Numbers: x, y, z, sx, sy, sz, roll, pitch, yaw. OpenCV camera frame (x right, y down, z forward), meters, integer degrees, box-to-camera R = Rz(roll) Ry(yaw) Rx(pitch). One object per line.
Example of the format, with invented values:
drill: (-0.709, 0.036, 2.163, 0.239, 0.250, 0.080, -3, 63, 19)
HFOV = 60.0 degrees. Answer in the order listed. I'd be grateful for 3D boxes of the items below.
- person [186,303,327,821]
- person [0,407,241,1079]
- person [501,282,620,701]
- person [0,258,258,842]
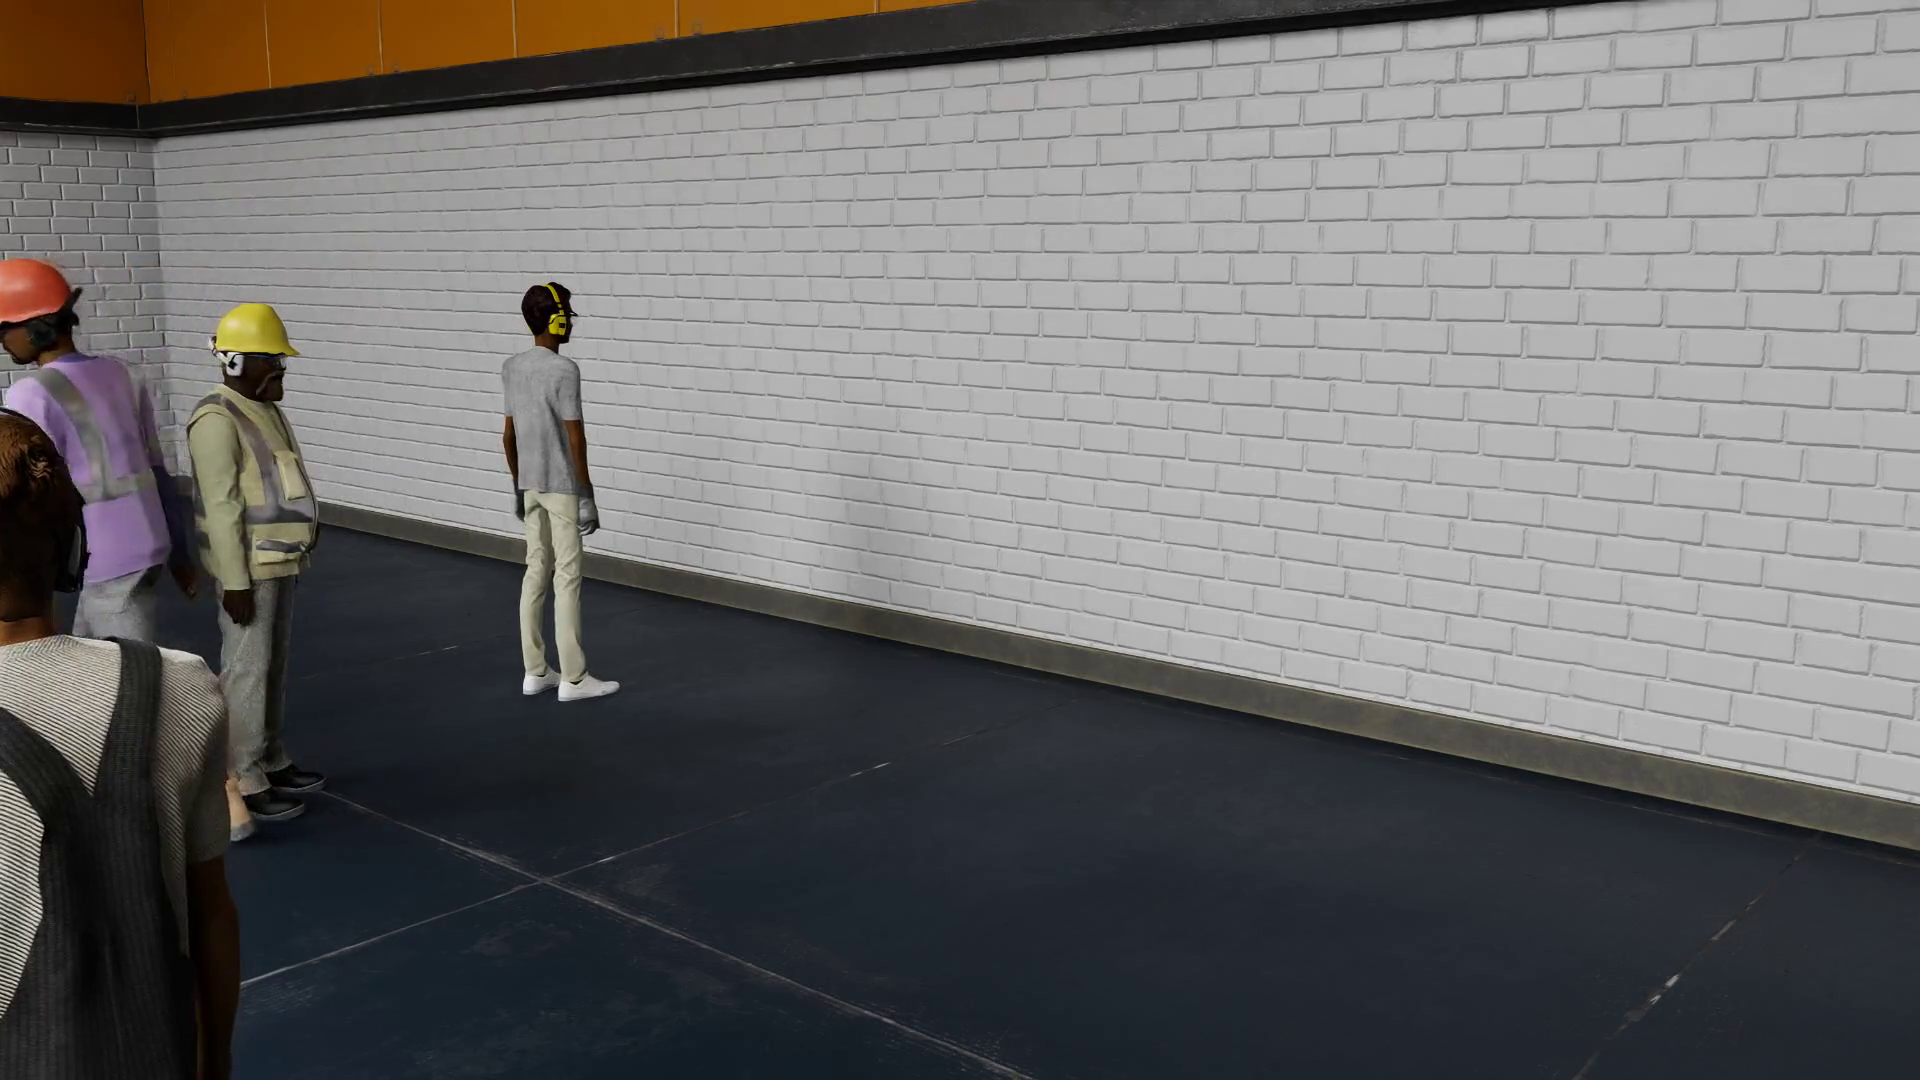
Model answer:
person: (-2.506, 0.074, 5.964, 0.403, 1.827, 0.600, -1, 10, -5)
person: (-1.106, 0.756, 2.033, 0.336, 1.845, 0.514, 5, 11, 26)
person: (-1.822, -0.213, 7.478, 0.517, 1.874, 0.328, 7, 12, 35)
person: (-2.887, 0.064, 5.553, 1.041, 1.977, 0.638, 0, 10, 0)
